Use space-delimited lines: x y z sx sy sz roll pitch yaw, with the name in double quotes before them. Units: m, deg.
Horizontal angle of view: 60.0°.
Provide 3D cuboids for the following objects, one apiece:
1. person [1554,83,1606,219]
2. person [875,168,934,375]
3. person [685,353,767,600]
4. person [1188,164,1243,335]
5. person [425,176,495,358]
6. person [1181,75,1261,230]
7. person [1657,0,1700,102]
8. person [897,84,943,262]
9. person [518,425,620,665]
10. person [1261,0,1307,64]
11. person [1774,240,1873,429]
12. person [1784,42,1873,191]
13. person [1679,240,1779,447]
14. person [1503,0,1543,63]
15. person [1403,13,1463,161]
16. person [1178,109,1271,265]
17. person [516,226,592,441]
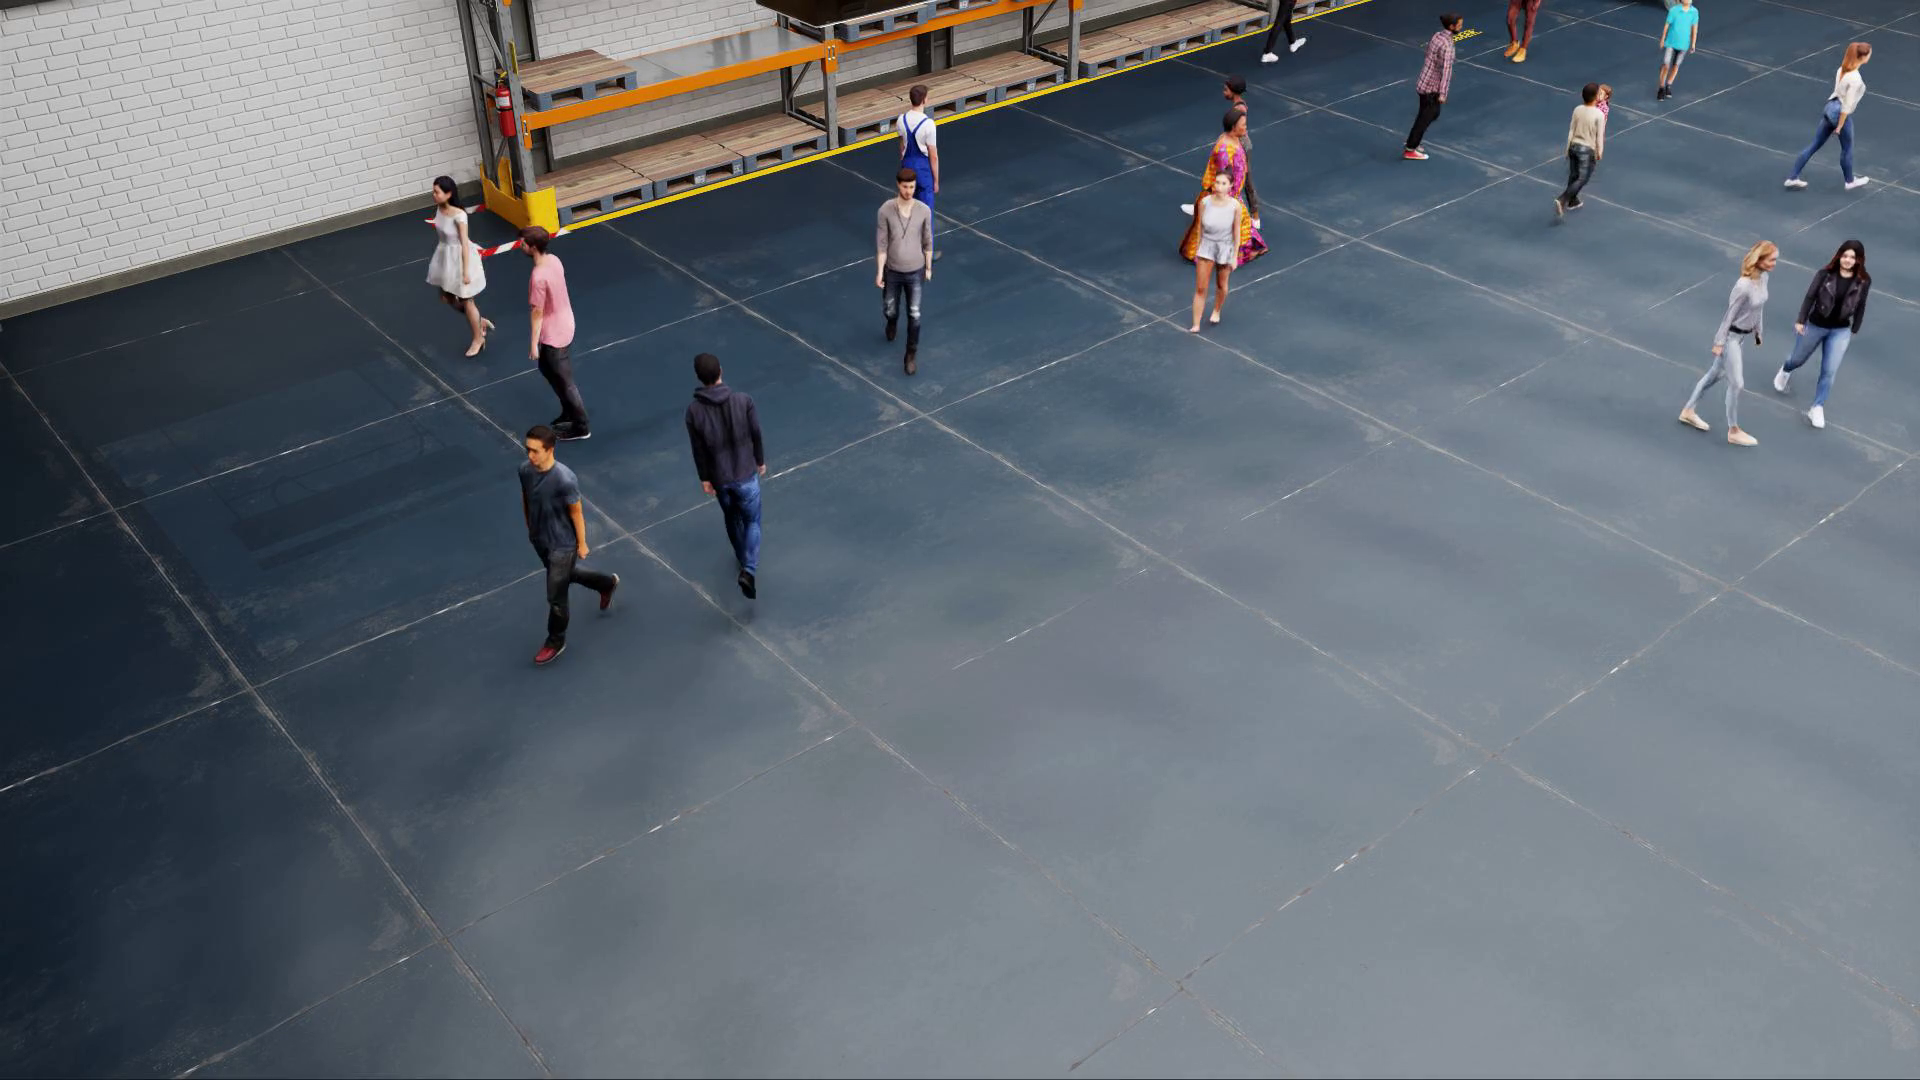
"person" 6.740 -4.217 18.088 0.896 1.450 0.575 -23 40 -31
"person" -0.521 -2.491 15.096 1.057 1.887 1.072 -3 34 -4
"person" -1.648 -0.421 12.016 1.174 1.851 1.134 -2 34 -4
"person" 2.464 -2.776 15.806 0.893 1.577 1.052 10 35 15
"person" -4.515 -2.519 15.252 0.669 1.761 0.740 29 43 36
"person" 3.013 -4.088 17.716 1.039 1.647 1.155 13 36 18
"person" 9.236 -6.437 21.443 0.749 1.433 0.814 4 34 5
"person" -0.443 -3.741 17.012 0.687 1.848 0.666 18 37 24
"person" -2.723 -0.042 11.512 0.870 1.776 1.192 21 39 29
"person" 4.372 -7.395 22.485 1.222 1.875 0.684 -23 40 -31
"person" 7.438 -1.852 14.378 0.957 1.619 1.089 11 35 16
"person" 9.720 -4.697 18.611 1.183 1.671 1.063 -1 34 -2
"person" 6.441 -1.714 14.038 0.875 1.765 0.681 -26 41 -33
"person" 7.762 -7.380 22.605 0.577 1.718 0.604 -26 41 -33
"person" 5.446 -5.302 19.458 0.884 1.742 0.829 -1 34 -1
"person" 2.615 -3.580 16.963 1.148 1.635 1.206 10 35 15
"person" -3.276 -1.707 13.862 0.833 1.947 0.785 0 34 0
